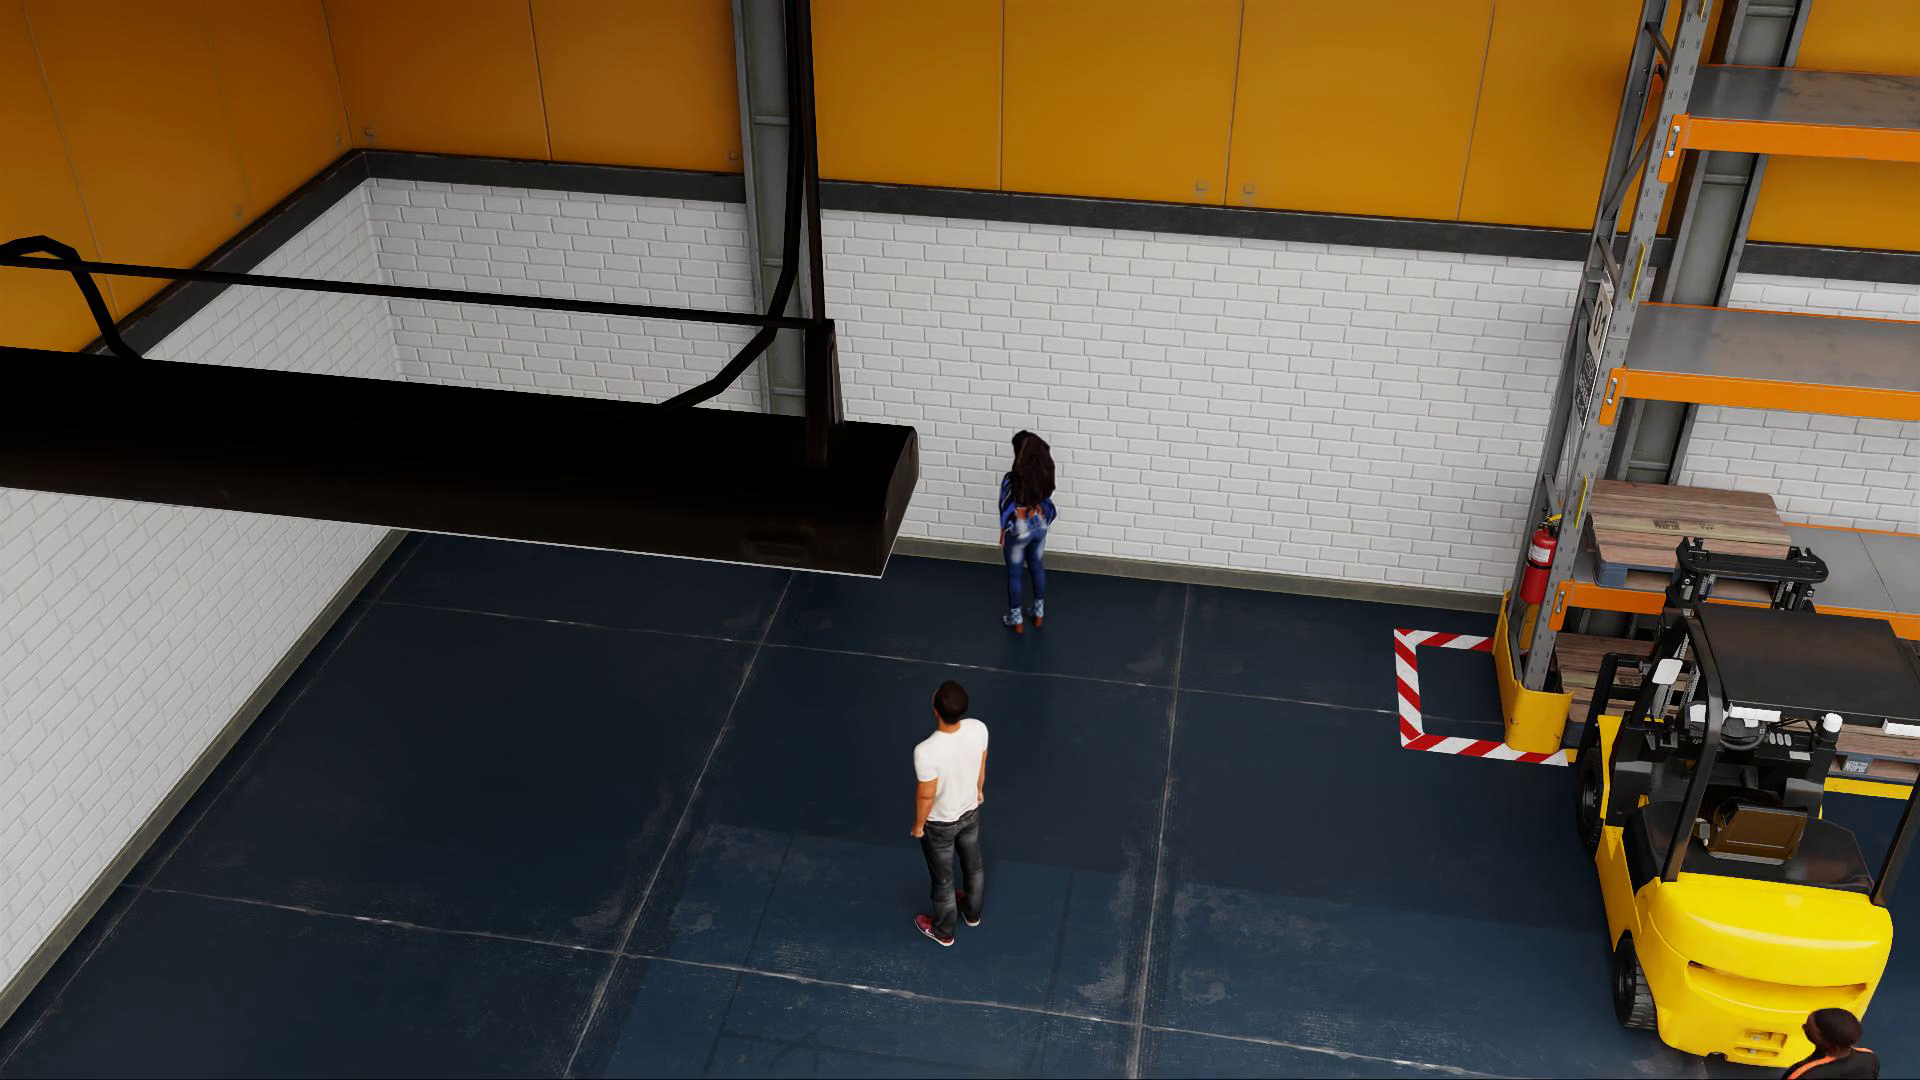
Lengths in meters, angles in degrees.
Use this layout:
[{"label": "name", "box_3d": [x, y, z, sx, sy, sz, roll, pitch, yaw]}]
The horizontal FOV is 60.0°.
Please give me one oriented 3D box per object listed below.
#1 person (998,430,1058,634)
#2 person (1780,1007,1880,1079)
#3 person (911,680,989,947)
[{"label": "person", "box_3d": [0.464, -0.066, 11.808, 0.689, 1.622, 0.755, -20, 39, -27]}, {"label": "person", "box_3d": [3.816, 2.728, 7.455, 0.714, 1.786, 1.008, -1, 34, -1]}, {"label": "person", "box_3d": [-0.049, 1.513, 9.277, 0.711, 1.805, 0.751, -25, 41, -32]}]
